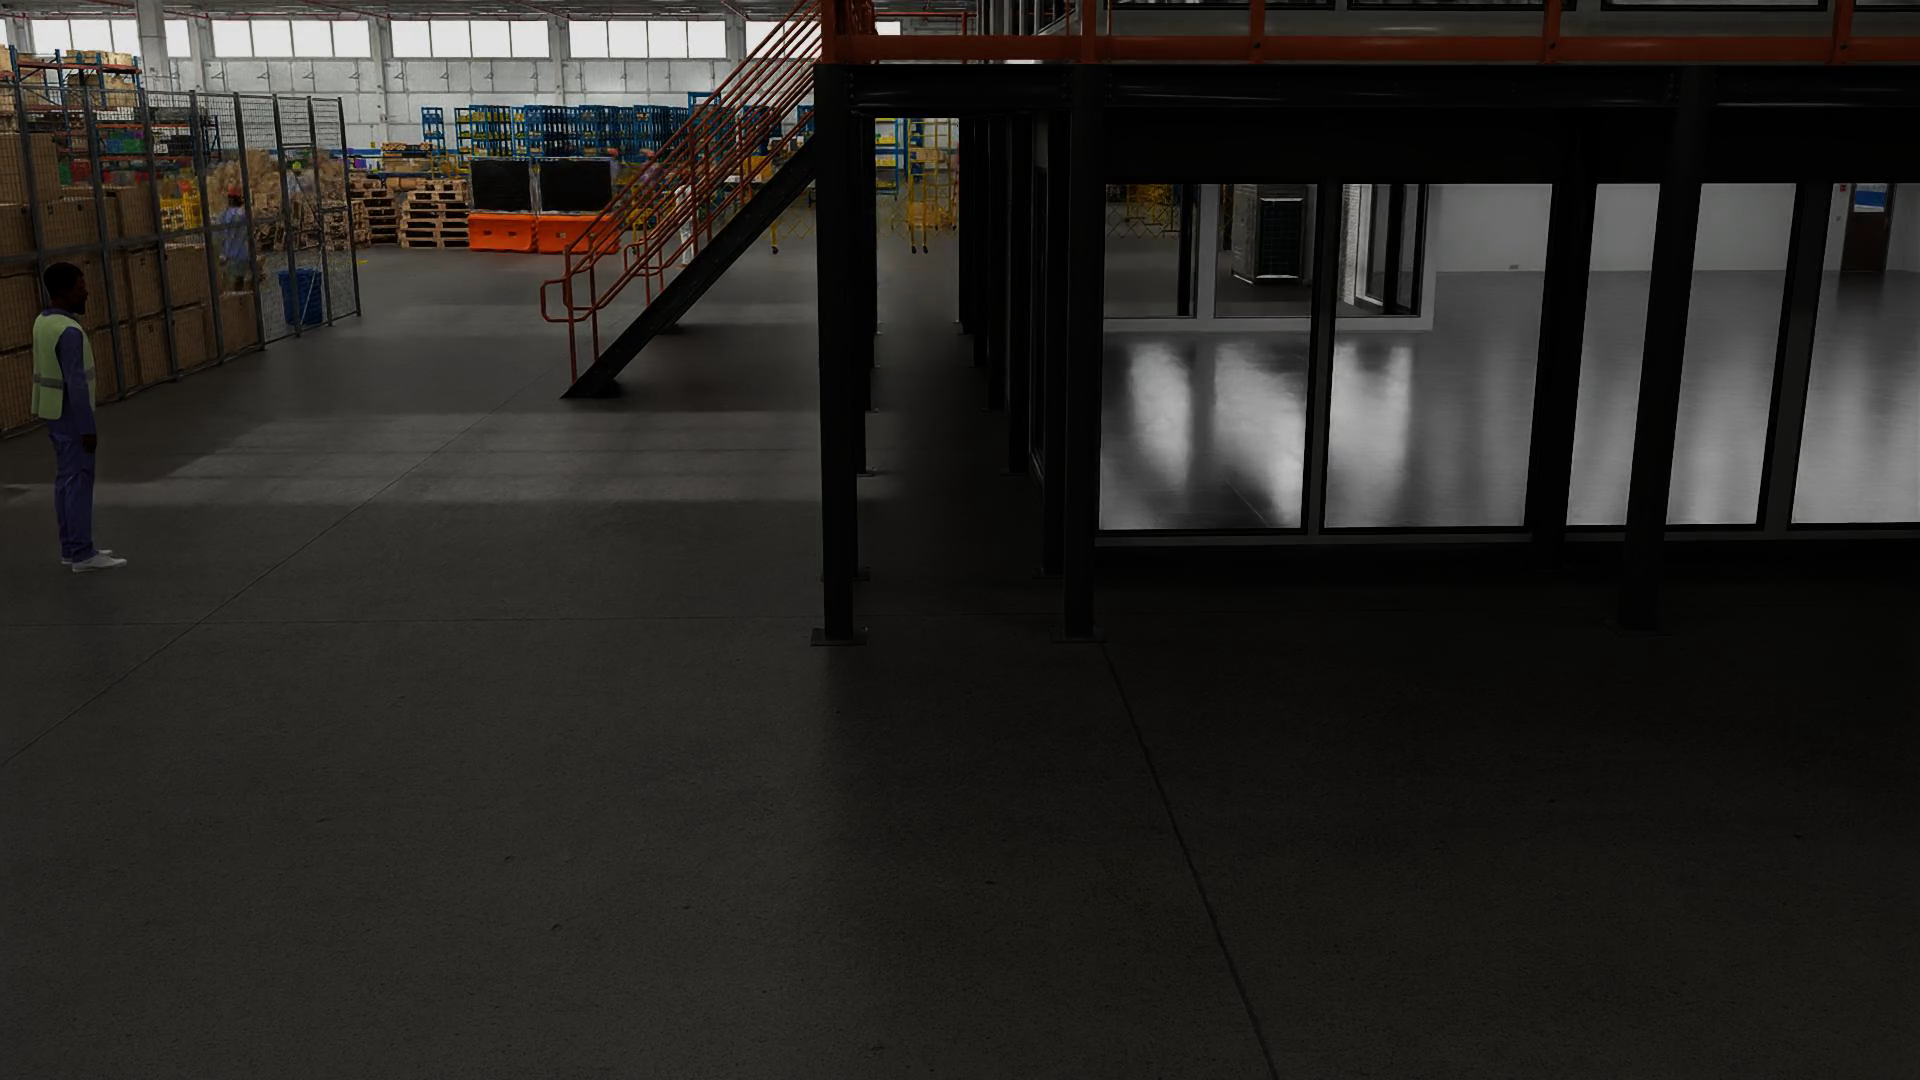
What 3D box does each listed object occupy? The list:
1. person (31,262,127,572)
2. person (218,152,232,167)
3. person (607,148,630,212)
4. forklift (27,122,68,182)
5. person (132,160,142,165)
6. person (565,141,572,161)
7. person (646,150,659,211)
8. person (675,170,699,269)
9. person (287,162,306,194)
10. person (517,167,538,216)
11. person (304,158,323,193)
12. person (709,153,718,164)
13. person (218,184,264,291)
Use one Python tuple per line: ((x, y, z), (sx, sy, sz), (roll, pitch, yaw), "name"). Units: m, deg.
((-5.520, -0.752, 10.313), (0.383, 1.914, 0.595), (-12, 19, -41), "person")
((-23.172, -11.354, 52.739), (0.655, 1.882, 0.740), (2, 14, 6), "person")
((-10.823, -11.295, 52.298), (1.062, 1.980, 0.630), (6, 15, 21), "person")
((-35.376, -14.773, 64.377), (1.129, 2.768, 1.873), (-1, 14, -2), "forklift")
((-40.502, -18.502, 81.610), (0.552, 1.718, 0.889), (-1, 14, -6), "person")
((-21.488, -20.937, 91.206), (0.601, 1.794, 0.577), (8, 16, 28), "person")
((-9.653, -11.279, 52.350), (0.399, 1.920, 0.579), (1, 14, 5), "person")
((-5.244, -6.151, 31.939), (0.355, 1.885, 0.575), (10, 17, 34), "person")
((-16.178, -8.332, 40.761), (0.600, 1.829, 0.404), (-12, 18, -39), "person")
((-10.336, -8.044, 39.805), (0.483, 1.735, 0.311), (-6, 15, -23), "person")
((-15.565, -8.289, 40.366), (0.602, 1.929, 1.016), (6, 15, 22), "person")
((-11.493, -17.389, 77.084), (0.747, 1.773, 0.645), (-7, 16, -26), "person")
((-10.057, -4.007, 23.294), (0.563, 1.917, 0.427), (5, 15, 19), "person")
